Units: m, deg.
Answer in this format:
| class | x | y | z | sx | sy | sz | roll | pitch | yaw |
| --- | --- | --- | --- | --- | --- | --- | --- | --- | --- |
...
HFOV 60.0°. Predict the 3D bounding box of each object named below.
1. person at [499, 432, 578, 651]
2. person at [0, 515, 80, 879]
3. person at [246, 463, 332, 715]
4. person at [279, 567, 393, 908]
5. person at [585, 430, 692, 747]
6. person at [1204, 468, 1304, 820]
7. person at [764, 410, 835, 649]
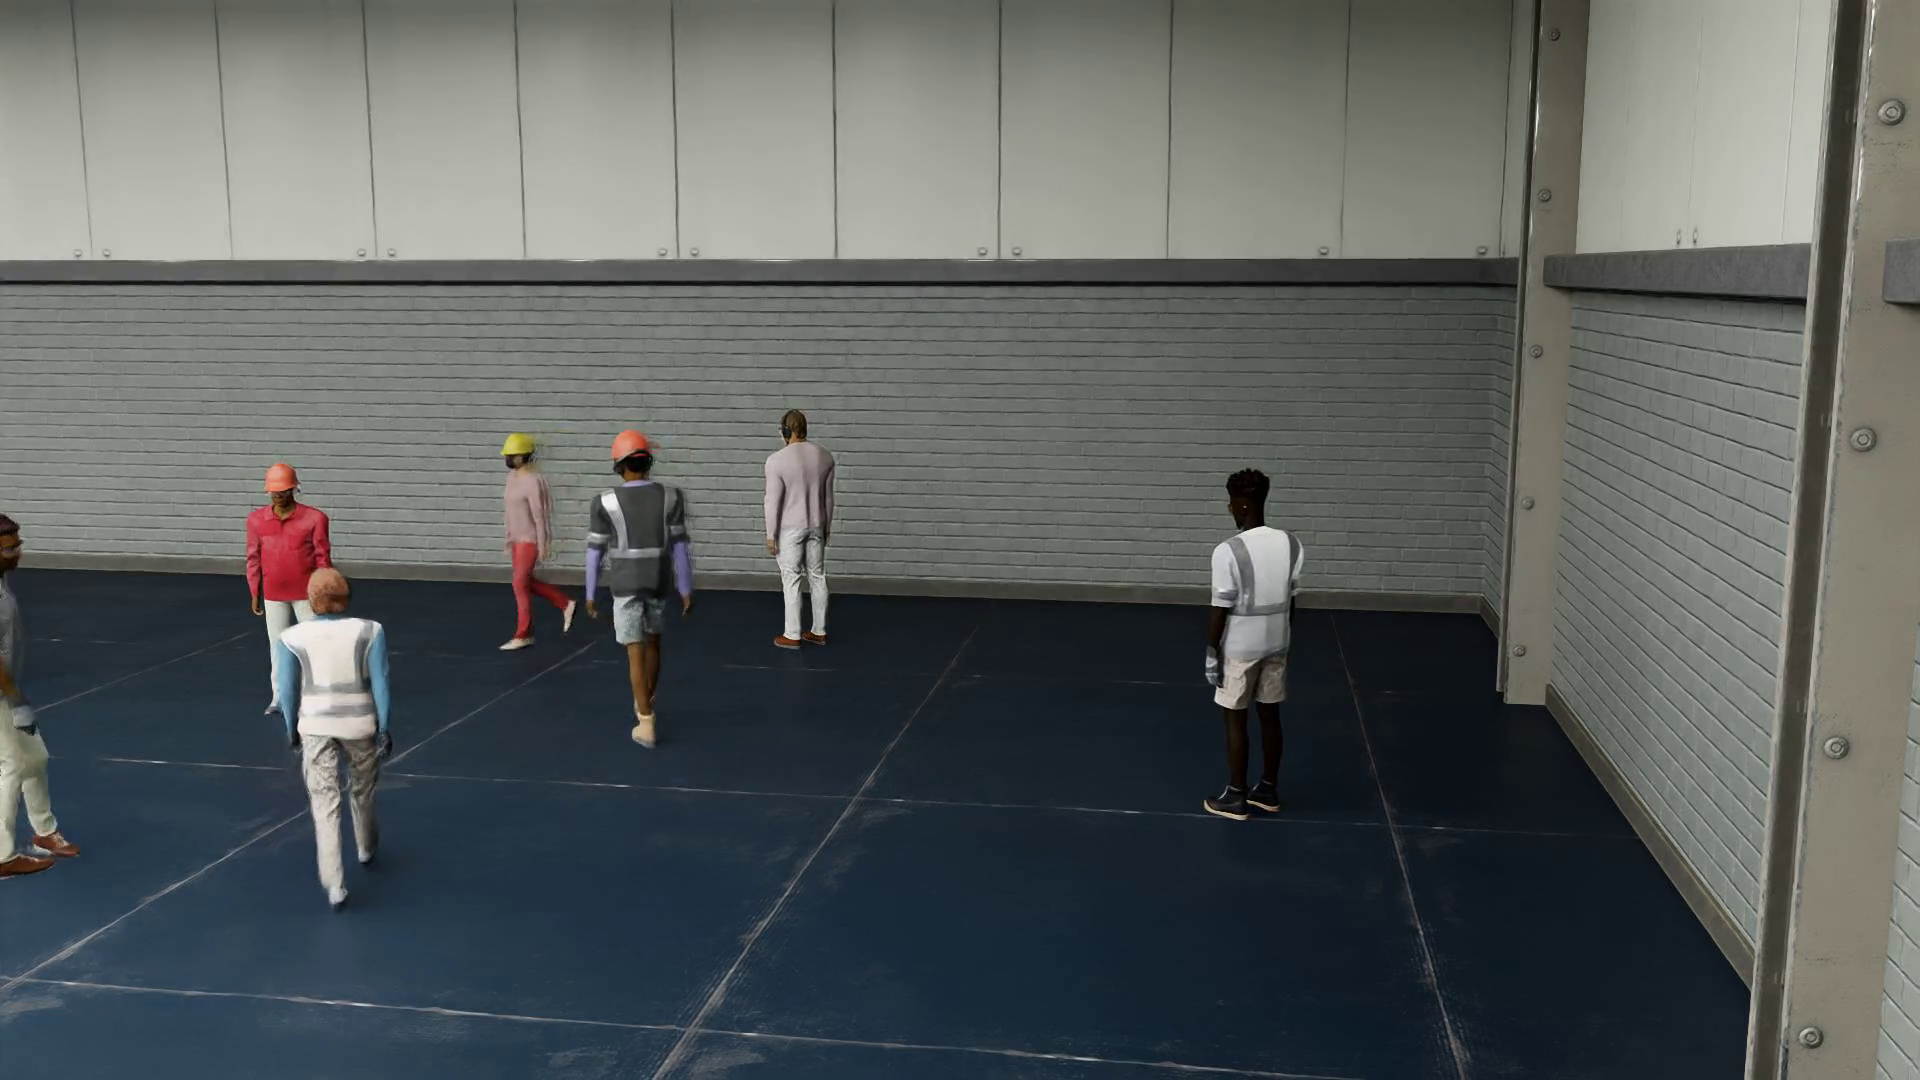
| class | x | y | z | sx | sy | sz | roll | pitch | yaw |
| --- | --- | --- | --- | --- | --- | --- | --- | --- | --- |
| person | -3.430 | -0.009 | 13.437 | 0.670 | 1.751 | 0.519 | -7 | 11 | -35 |
| person | -4.756 | 0.775 | 8.341 | 0.404 | 1.843 | 0.567 | -3 | 10 | -16 |
| person | -4.574 | 0.336 | 11.345 | 0.568 | 1.744 | 0.359 | -1 | 9 | -5 |
| person | -3.043 | 0.927 | 8.140 | 0.523 | 1.582 | 0.869 | -2 | 10 | -15 |
| person | -2.130 | 0.285 | 10.834 | 0.652 | 2.003 | 0.922 | -5 | 10 | -27 |
| person | 1.599 | 0.578 | 9.210 | 0.603 | 1.955 | 0.395 | -5 | 11 | -30 |
| person | -1.291 | -0.080 | 13.350 | 0.633 | 1.929 | 0.377 | -7 | 12 | -38 |
